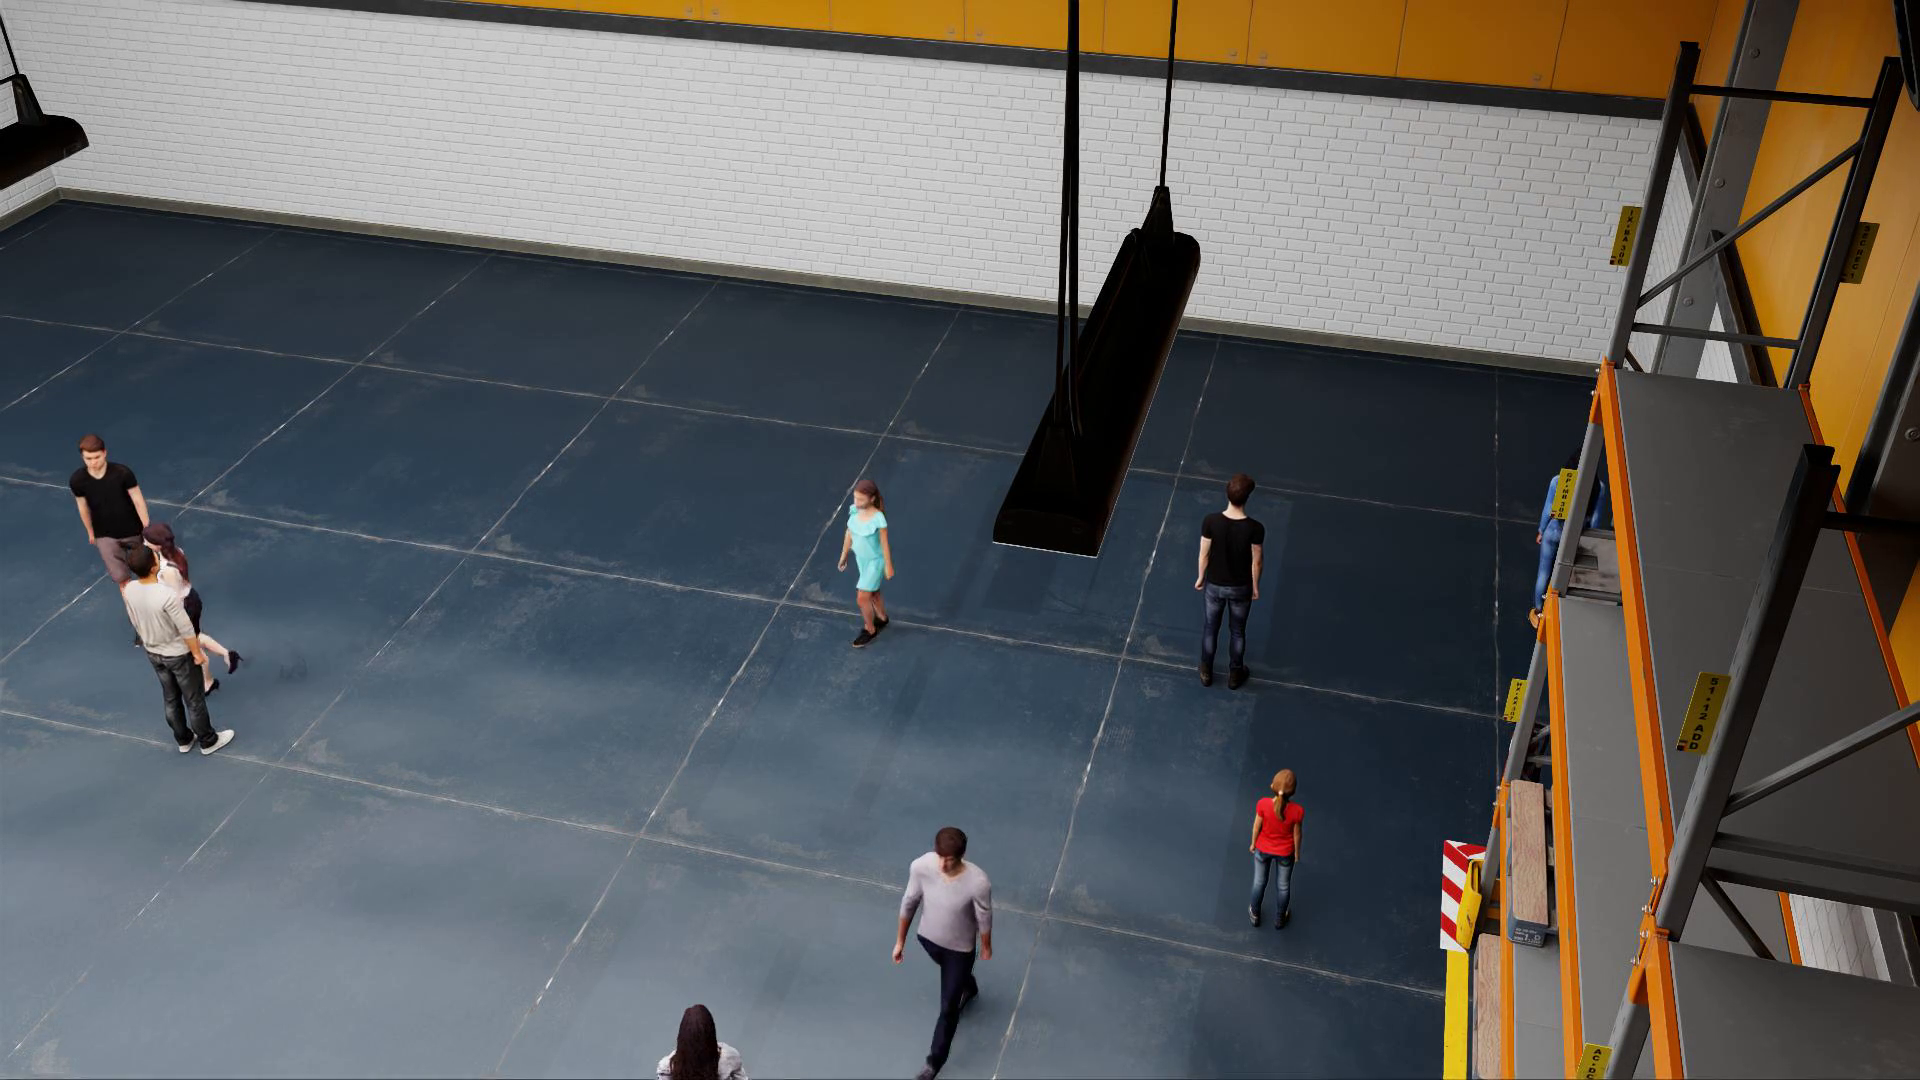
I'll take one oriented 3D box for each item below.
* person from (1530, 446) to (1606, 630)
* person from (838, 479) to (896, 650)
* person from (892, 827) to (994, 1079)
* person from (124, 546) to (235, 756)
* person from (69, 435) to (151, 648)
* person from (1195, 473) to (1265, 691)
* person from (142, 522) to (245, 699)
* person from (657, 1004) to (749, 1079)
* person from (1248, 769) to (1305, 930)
[{"bbox_3d":[4.999,-0.015,13.731,0.605,1.709,0.531,10,35,14],"label":"person"},{"bbox_3d":[-0.678,0.130,13.665,0.815,1.541,0.742,-23,40,-31],"label":"person"},{"bbox_3d":[-0.019,2.364,10.081,0.896,1.788,1.261,19,38,26],"label":"person"},{"bbox_3d":[-5.877,0.827,12.371,0.647,1.811,0.533,10,35,14],"label":"person"},{"bbox_3d":[-6.949,-0.122,13.802,1.177,1.809,1.329,-12,36,-18],"label":"person"},{"bbox_3d":[2.105,0.338,13.031,0.657,1.896,0.549,10,35,14],"label":"person"},{"bbox_3d":[-5.950,0.545,12.951,0.809,1.639,0.759,-13,36,-19],"label":"person"},{"bbox_3d":[-1.352,3.216,8.972,0.891,1.596,1.074,-6,34,-9],"label":"person"},{"bbox_3d":[2.083,2.044,10.993,0.472,1.310,0.482,10,35,14],"label":"person"}]
